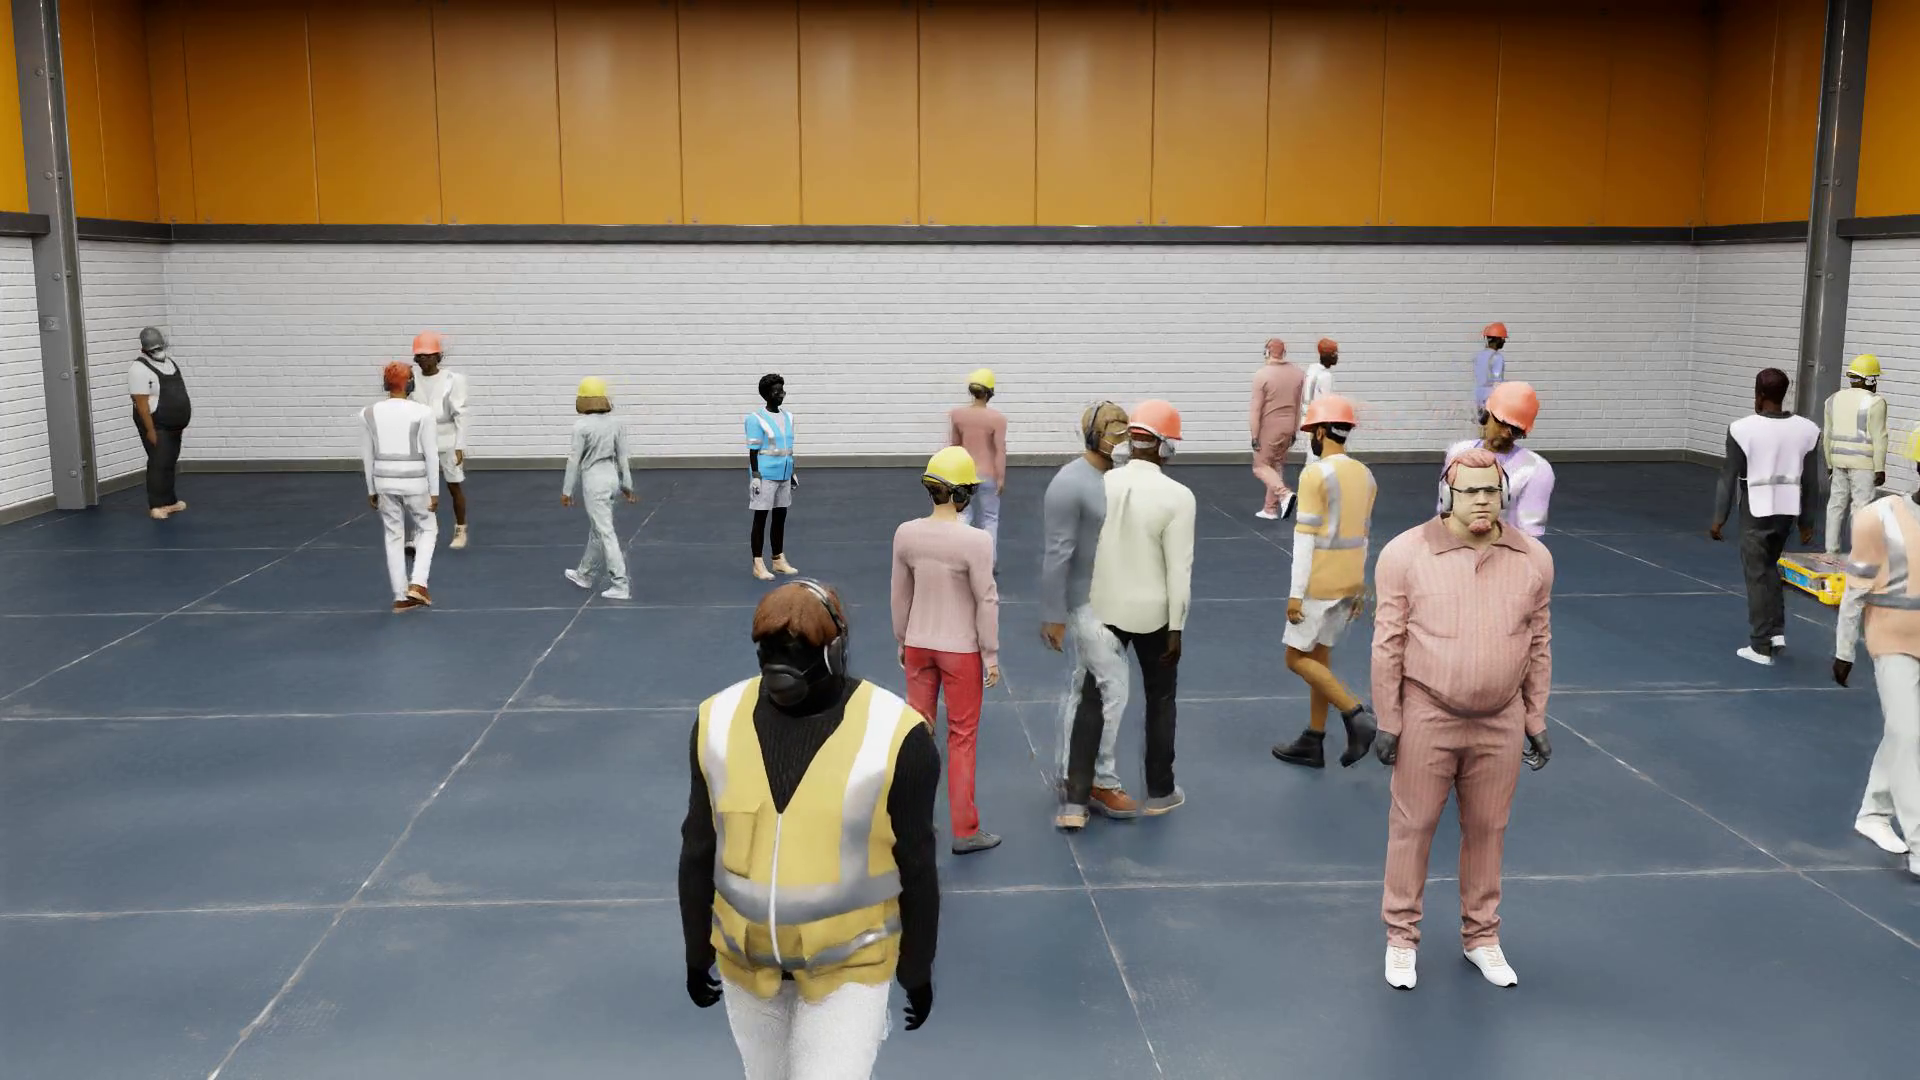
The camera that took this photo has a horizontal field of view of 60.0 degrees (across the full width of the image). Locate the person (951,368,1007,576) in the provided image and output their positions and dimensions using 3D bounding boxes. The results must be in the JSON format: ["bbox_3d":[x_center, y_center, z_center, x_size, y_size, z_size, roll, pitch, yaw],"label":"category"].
[{"bbox_3d":[0.132,-0.535,13.616,0.531,1.749,0.648,4,10,25],"label":"person"}]

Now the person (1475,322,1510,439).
[{"bbox_3d":[6.509,-1.716,20.516,0.492,1.925,0.545,-2,9,-15],"label":"person"}]

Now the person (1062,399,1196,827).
[{"bbox_3d":[0.744,0.340,7.561,0.635,1.949,0.772,6,11,32],"label":"person"}]

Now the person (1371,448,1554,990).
[{"bbox_3d":[1.764,0.628,5.833,0.638,1.910,0.407,0,9,-2],"label":"person"}]

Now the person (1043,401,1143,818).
[{"bbox_3d":[0.725,0.323,7.693,0.668,1.921,0.655,6,11,34],"label":"person"}]

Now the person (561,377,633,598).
[{"bbox_3d":[-2.882,-0.412,12.999,0.876,1.700,0.524,6,11,32],"label":"person"}]

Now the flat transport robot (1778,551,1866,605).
[{"bbox_3d":[6.899,0.289,13.081,0.652,0.197,1.431,1,9,6],"label":"flat transport robot"}]

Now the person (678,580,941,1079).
[{"bbox_3d":[-0.349,0.968,4.020,0.635,1.816,0.866,3,9,16],"label":"person"}]

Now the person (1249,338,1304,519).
[{"bbox_3d":[3.217,-1.105,16.840,0.650,1.875,0.656,-5,11,-30],"label":"person"}]

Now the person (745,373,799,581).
[{"bbox_3d":[-1.542,-0.522,13.710,0.319,1.697,0.533,7,11,36],"label":"person"}]

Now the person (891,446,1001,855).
[{"bbox_3d":[-0.051,0.474,7.242,0.533,1.767,0.327,6,11,33],"label":"person"}]

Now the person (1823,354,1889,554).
[{"bbox_3d":[7.628,-0.659,14.139,0.403,1.835,0.588,-3,10,-20],"label":"person"}]

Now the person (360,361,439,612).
[{"bbox_3d":[-4.132,-0.389,12.351,0.579,1.872,0.412,0,9,0],"label":"person"}]

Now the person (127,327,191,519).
[{"bbox_3d":[-8.205,-1.252,17.222,0.538,2.000,0.866,0,9,2],"label":"person"}]

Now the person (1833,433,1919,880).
[{"bbox_3d":[4.049,0.463,6.901,0.605,1.885,0.929,-1,9,-5],"label":"person"}]

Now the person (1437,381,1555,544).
[{"bbox_3d":[2.588,0.187,8.368,0.362,2.001,0.785,-6,11,-32],"label":"person"}]

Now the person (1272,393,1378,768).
[{"bbox_3d":[1.894,0.225,8.352,0.582,1.908,0.583,9,13,44],"label":"person"}]

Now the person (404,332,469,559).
[{"bbox_3d":[-4.682,-0.845,14.812,0.632,1.984,1.064,1,9,4],"label":"person"}]

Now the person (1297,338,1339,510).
[{"bbox_3d":[3.801,-1.203,17.532,0.469,1.850,0.677,1,9,8],"label":"person"}]

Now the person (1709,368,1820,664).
[{"bbox_3d":[5.200,-0.158,10.786,0.590,1.901,0.513,-1,9,-9],"label":"person"}]
